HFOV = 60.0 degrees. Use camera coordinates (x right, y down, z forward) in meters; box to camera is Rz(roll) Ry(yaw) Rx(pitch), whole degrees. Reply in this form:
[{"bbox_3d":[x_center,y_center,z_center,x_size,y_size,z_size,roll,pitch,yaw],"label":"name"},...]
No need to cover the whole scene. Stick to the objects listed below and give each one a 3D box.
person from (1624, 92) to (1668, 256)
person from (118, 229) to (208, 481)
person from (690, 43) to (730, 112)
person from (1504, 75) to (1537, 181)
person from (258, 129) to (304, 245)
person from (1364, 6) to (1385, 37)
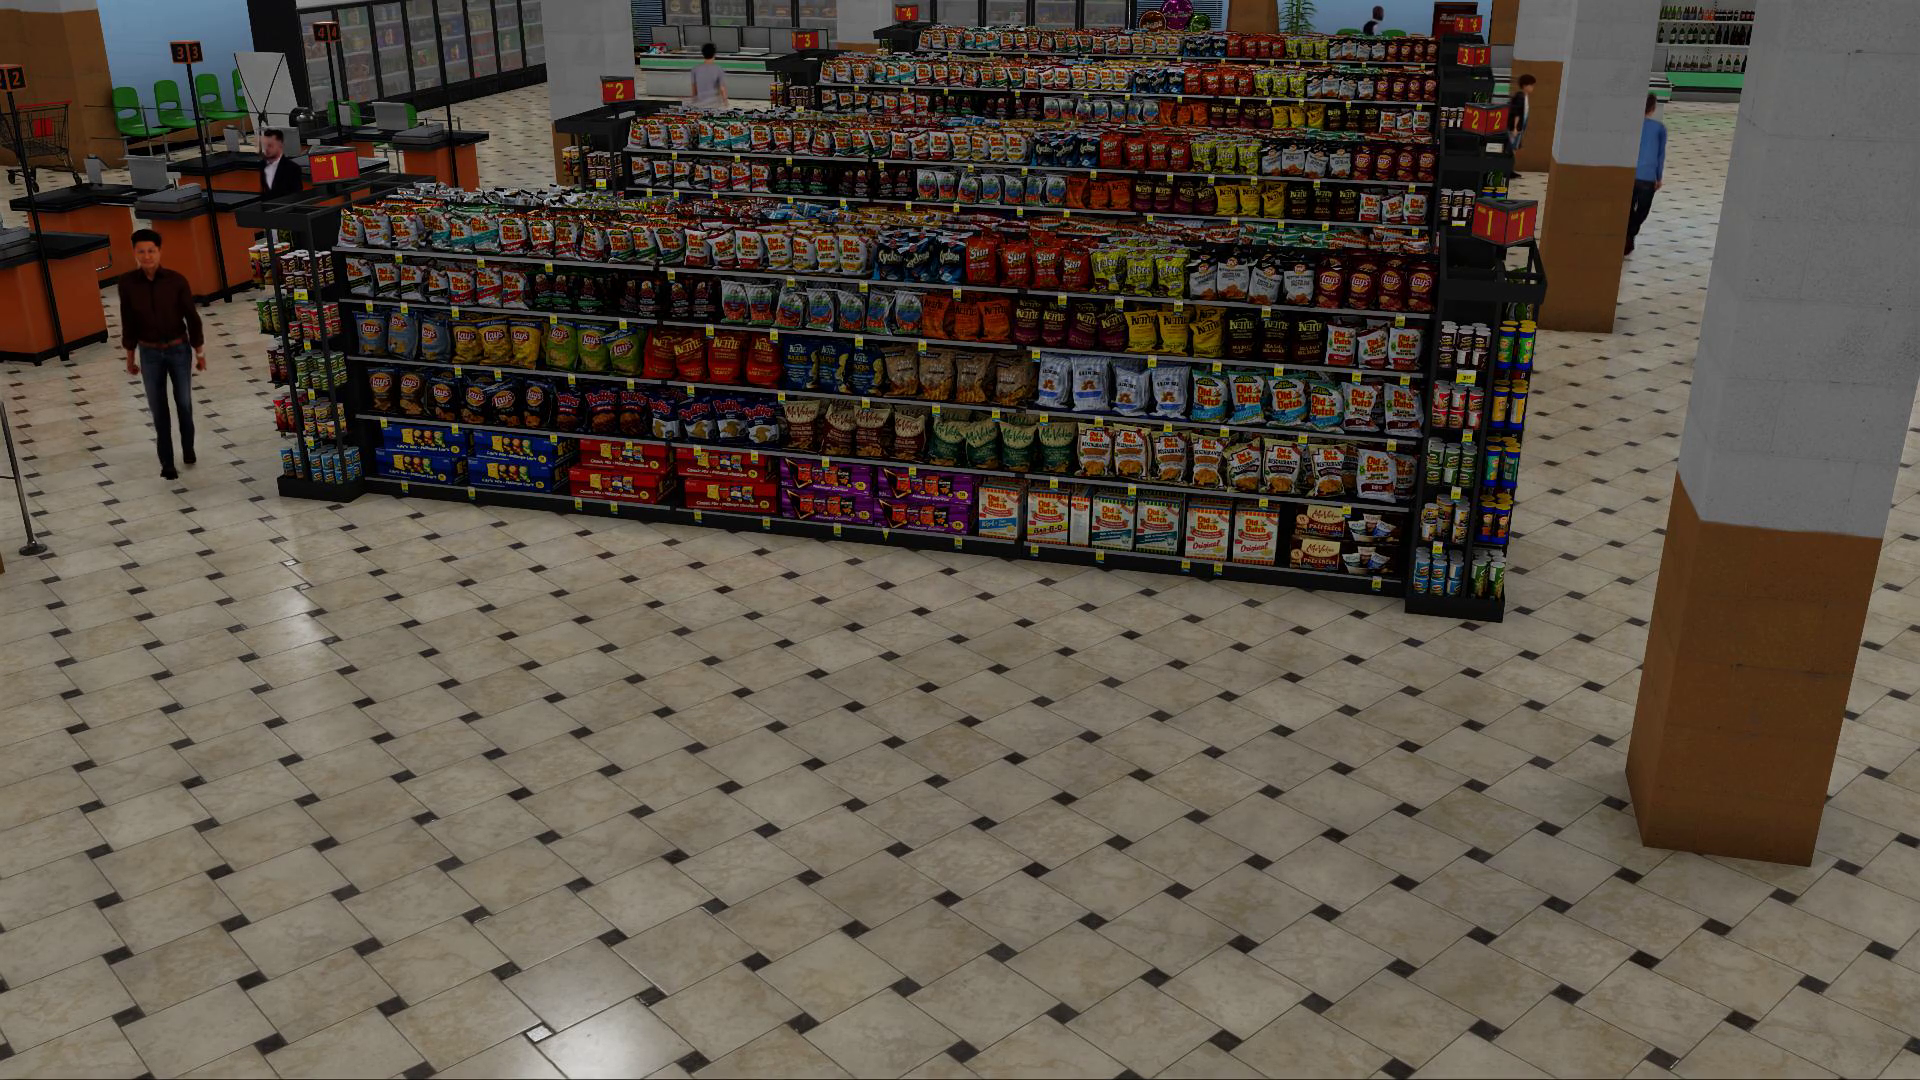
[{"bbox_3d":[7.545,-4.047,18.520,1.014,1.803,0.959,17,27,35],"label":"person"},{"bbox_3d":[-5.661,-1.338,11.863,1.108,1.742,1.121,-9,23,-21],"label":"person"},{"bbox_3d":[-3.539,-5.986,23.269,0.559,1.861,0.774,4,22,11],"label":"person"},{"bbox_3d":[7.821,-5.804,23.383,0.589,1.438,0.580,11,24,25],"label":"person"},{"bbox_3d":[-6.476,-3.021,15.932,0.804,1.830,0.842,15,26,33],"label":"person"},{"bbox_3d":[7.369,-8.779,30.293,1.094,1.808,0.915,-3,22,-9],"label":"person"}]
